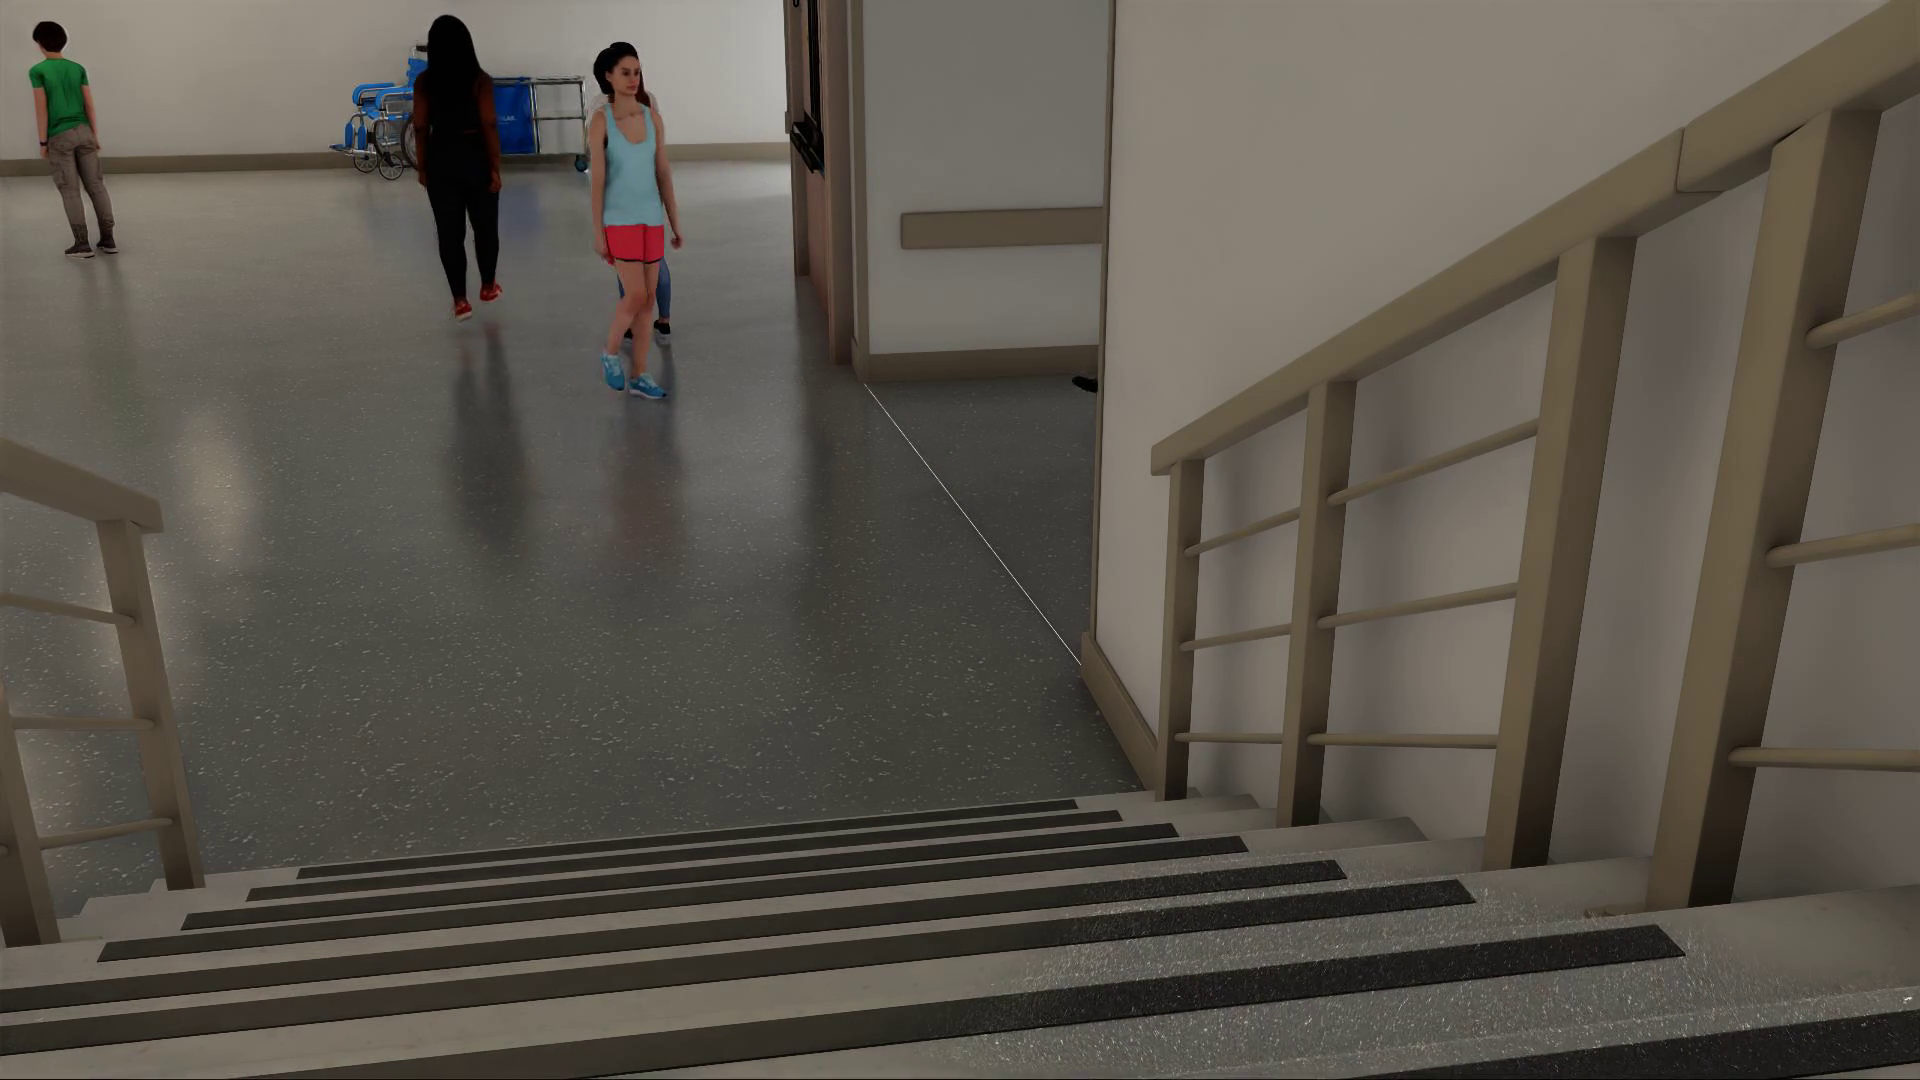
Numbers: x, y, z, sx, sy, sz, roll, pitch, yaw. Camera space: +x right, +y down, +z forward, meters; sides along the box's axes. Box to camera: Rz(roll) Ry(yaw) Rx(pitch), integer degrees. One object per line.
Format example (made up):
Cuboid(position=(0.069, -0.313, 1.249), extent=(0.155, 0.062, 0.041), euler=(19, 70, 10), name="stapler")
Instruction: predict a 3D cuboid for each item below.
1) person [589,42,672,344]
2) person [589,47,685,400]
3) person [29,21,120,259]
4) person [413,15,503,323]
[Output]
Cuboid(position=(-1.891, -1.993, 9.582), extent=(0.703, 1.691, 0.691), euler=(-14, 25, -32), name="person")
Cuboid(position=(-1.700, -1.582, 8.403), extent=(0.818, 1.758, 0.757), euler=(18, 27, 39), name="person")
Cuboid(position=(-6.416, -2.888, 12.002), extent=(0.724, 1.651, 0.667), euler=(14, 25, 33), name="person")
Cuboid(position=(-2.985, -2.154, 9.902), extent=(0.706, 1.765, 1.214), euler=(-3, 21, -8), name="person")
